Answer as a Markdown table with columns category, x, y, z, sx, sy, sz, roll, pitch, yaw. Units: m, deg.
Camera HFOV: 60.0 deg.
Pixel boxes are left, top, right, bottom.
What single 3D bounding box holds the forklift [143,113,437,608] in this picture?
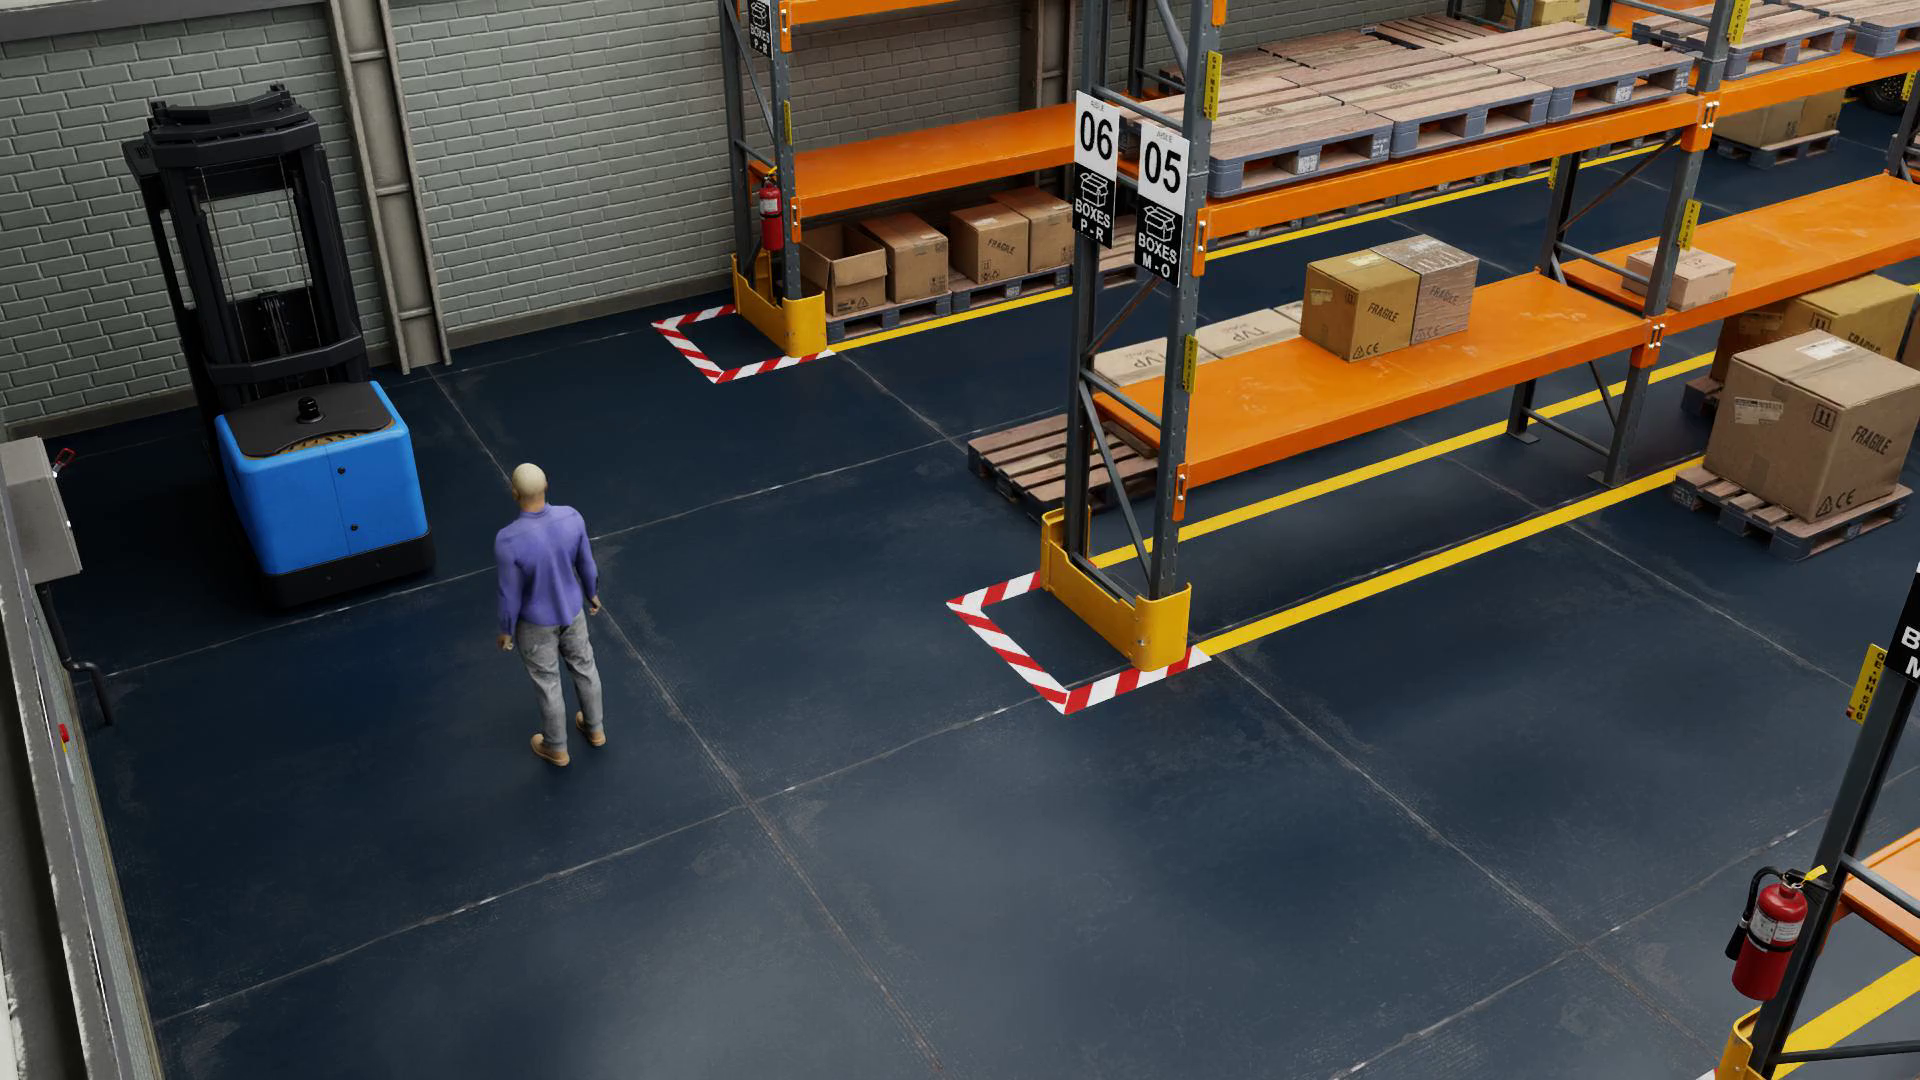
| category | x | y | z | sx | sy | sz | roll | pitch | yaw |
| --- | --- | --- | --- | --- | --- | --- | --- | --- | --- |
| forklift | -4.289 | -1.259 | 10.509 | 1.129 | 2.768 | 1.873 | -17 | 36 | -26 |

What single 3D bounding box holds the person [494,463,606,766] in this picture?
| category | x | y | z | sx | sy | sz | roll | pitch | yaw |
| --- | --- | --- | --- | --- | --- | --- | --- | --- | --- |
| person | -2.166 | 0.405 | 8.832 | 0.609 | 1.797 | 0.380 | -26 | 40 | -35 |

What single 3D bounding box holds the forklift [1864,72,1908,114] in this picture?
| category | x | y | z | sx | sy | sz | roll | pitch | yaw |
| --- | --- | --- | --- | --- | --- | --- | --- | --- | --- |
| forklift | 11.468 | -5.645 | 18.244 | 1.214 | 2.155 | 2.313 | -17 | 36 | -26 |
